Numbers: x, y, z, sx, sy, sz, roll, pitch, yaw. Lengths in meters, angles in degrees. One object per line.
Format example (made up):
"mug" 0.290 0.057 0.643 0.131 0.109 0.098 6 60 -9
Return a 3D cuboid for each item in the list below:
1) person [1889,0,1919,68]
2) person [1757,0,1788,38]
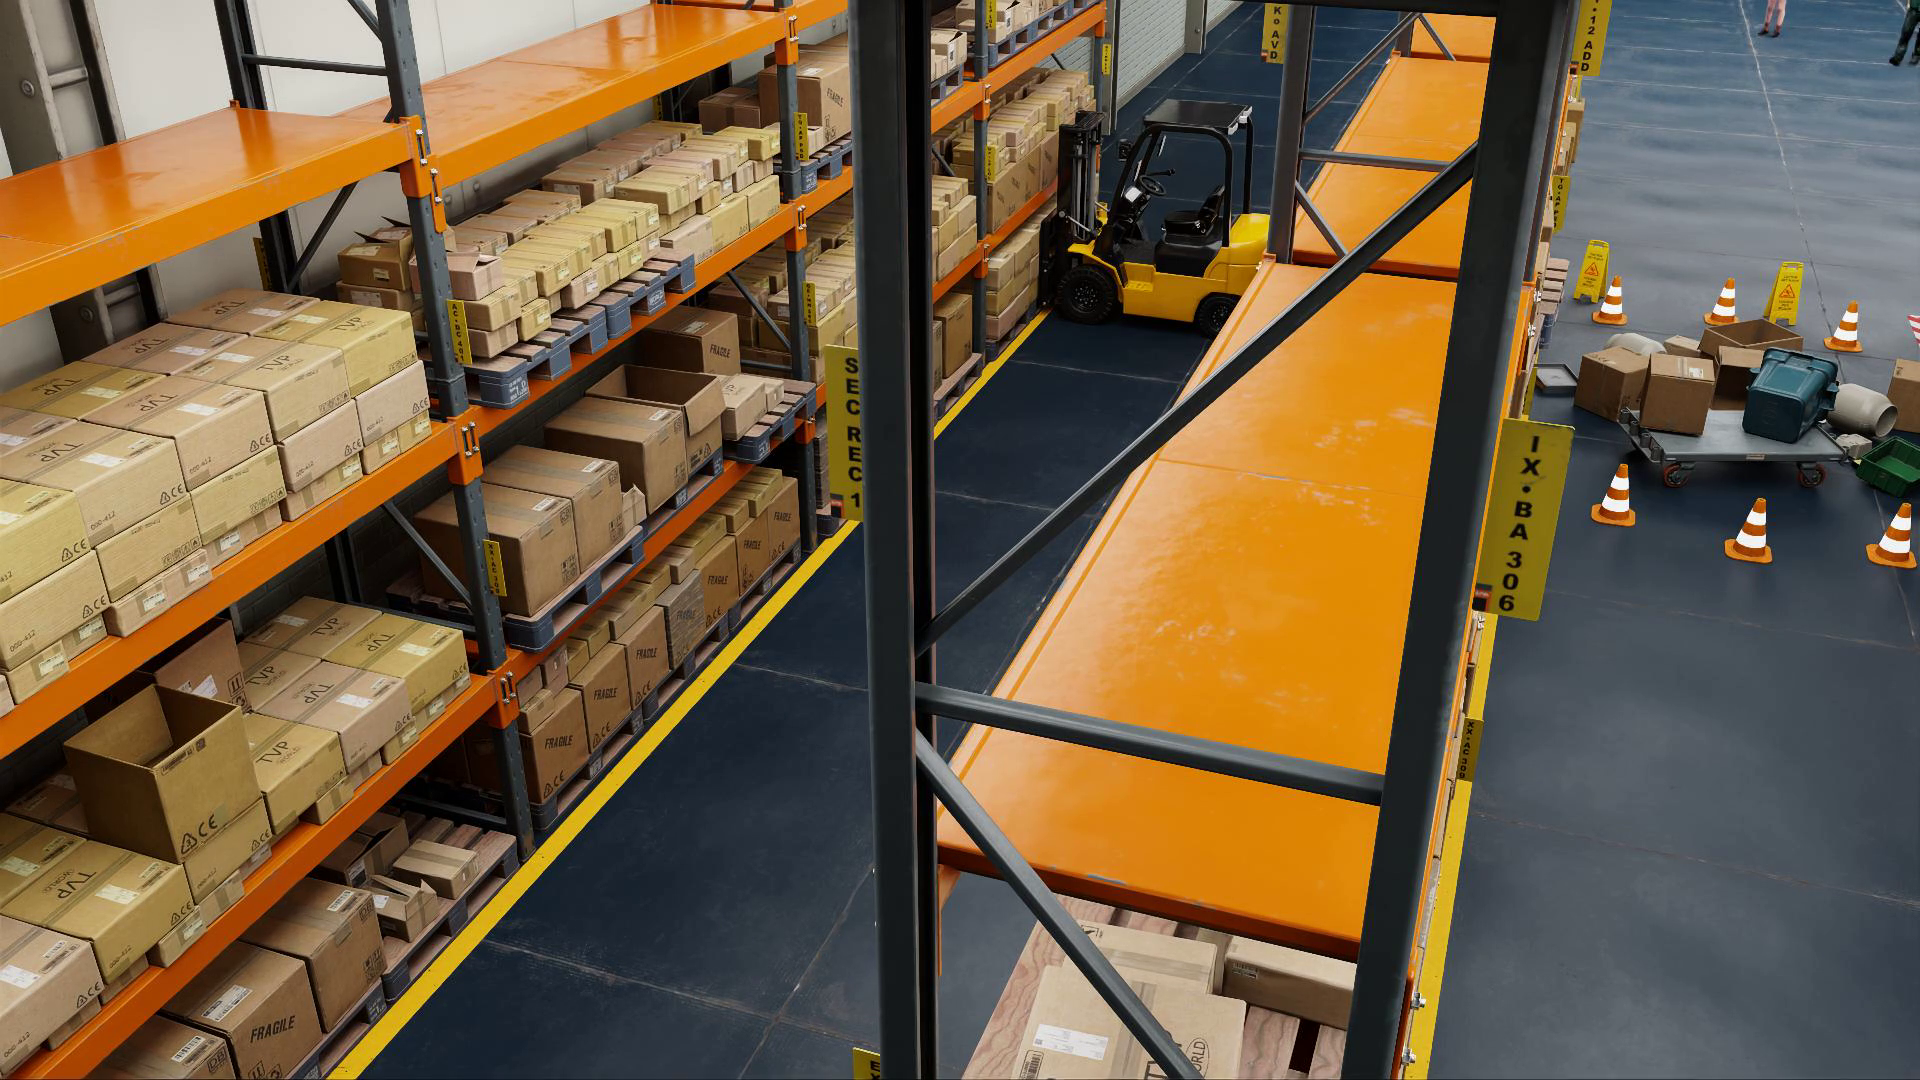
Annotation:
"person" 16.184 -8.894 27.899 0.972 1.850 1.252 23 36 37
"person" 14.906 -10.039 30.189 0.704 1.720 0.696 -21 35 -34
